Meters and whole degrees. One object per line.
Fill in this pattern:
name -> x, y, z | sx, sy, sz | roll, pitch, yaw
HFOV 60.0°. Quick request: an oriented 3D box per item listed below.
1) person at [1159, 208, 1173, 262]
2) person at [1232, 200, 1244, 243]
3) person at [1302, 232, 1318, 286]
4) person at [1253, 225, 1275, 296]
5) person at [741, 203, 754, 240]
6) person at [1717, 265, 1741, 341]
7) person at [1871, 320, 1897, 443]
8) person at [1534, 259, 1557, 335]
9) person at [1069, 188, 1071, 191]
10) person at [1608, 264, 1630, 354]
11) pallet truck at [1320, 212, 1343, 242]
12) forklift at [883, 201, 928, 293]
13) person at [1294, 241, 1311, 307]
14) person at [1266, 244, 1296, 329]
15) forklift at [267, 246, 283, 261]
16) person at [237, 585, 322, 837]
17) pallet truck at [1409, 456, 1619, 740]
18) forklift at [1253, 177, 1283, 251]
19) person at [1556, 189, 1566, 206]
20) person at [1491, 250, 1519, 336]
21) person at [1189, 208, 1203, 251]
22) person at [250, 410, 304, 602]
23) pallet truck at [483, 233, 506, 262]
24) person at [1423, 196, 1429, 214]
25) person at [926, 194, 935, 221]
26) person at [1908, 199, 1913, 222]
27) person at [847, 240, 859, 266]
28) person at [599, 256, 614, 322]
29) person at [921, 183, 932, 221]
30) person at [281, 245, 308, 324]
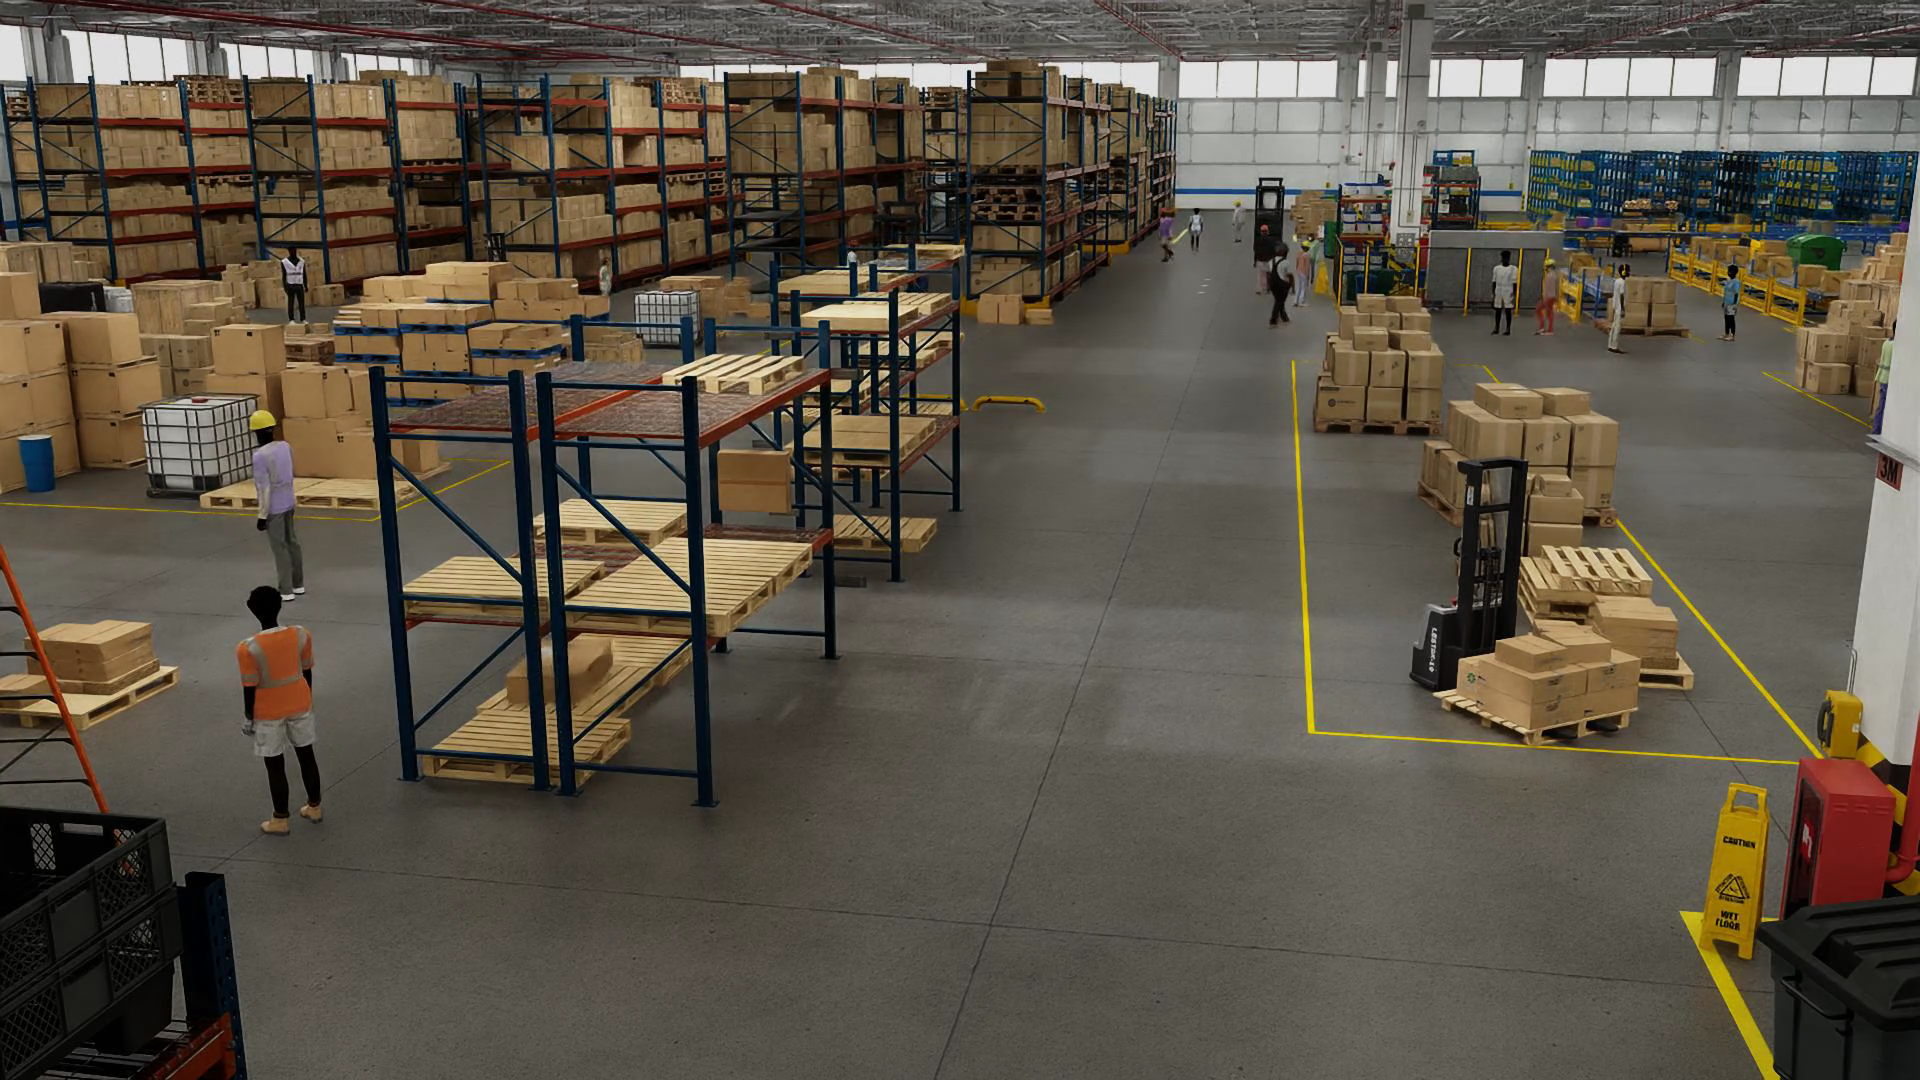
person -> 7.410, -10.953, 59.673 | 0.602, 1.908, 0.616 | -10, 17, -34
person -> 11.671, -13.354, 69.679 | 0.670, 1.796, 0.515 | -13, 19, -43
person -> 10.635, -8.542, 50.512 | 0.495, 1.615, 0.629 | 5, 15, 20
person -> 8.647, -7.949, 47.319 | 0.611, 1.985, 0.393 | -3, 14, -10
person -> -9.078, -13.766, 71.063 | 0.661, 1.919, 0.627 | 2, 14, 8
person -> 17.214, -5.293, 37.149 | 0.320, 1.693, 0.537 | 0, 14, 0
person -> 13.726, -2.299, 24.517 | 0.392, 1.919, 0.591 | 2, 14, 7
person -> 13.458, -5.563, 38.134 | 0.507, 1.745, 0.528 | 13, 19, 43
person -> 5.747, -18.684, 91.281 | 0.642, 1.803, 0.812 | -5, 15, -20
person -> 13.929, -4.876, 35.078 | 0.329, 1.873, 0.512 | 1, 14, 6
pallet truck -> 15.874, -13.227, 70.310 | 0.680, 1.201, 1.601 | 10, 17, 35
forklift -> -1.499, -7.402, 43.254 | 1.129, 2.768, 1.873 | 3, 14, 10
person -> 9.122, -7.079, 44.268 | 0.417, 1.754, 0.530 | -6, 15, -23
person -> 7.681, -6.050, 39.494 | 1.004, 2.000, 0.704 | -9, 17, -33
forklift -> -20.125, -9.270, 50.841 | 1.873, 2.768, 1.129 | 3, 14, 10
person -> -4.520, 1.130, 11.056 | 0.321, 1.695, 0.529 | 10, 17, 36
pallet truck -> 4.504, 0.400, 13.395 | 0.823, 1.965, 1.885 | -6, 15, -23
forklift -> 12.083, -12.747, 64.956 | 1.129, 2.768, 1.873 | 3, 14, 10
person -> 31.756, -17.921, 88.142 | 0.720, 1.825, 0.566 | -7, 15, -26
person -> 12.442, -5.640, 38.014 | 0.599, 1.958, 0.379 | 13, 19, 42
person -> 9.220, -12.143, 65.031 | 0.551, 1.639, 0.906 | 1, 14, 3
person -> -6.816, -0.336, 16.535 | 0.383, 1.924, 0.589 | 2, 14, 8
pallet truck -> -11.832, -7.026, 43.548 | 1.885, 1.965, 0.823 | 8, 16, 28
person -> 21.987, -15.694, 78.908 | 0.614, 1.923, 0.758 | -12, 18, -40
person -> -1.506, -17.203, 85.430 | 0.723, 1.733, 0.531 | -11, 18, -39
person -> 40.429, -13.609, 70.678 | 0.905, 1.793, 0.614 | 5, 15, 20
person -> -2.724, -6.706, 42.483 | 0.349, 1.882, 0.577 | -1, 14, -5
person -> -8.592, -6.068, 40.411 | 0.321, 1.634, 0.528 | -4, 14, -16
person -> -1.740, -17.461, 86.040 | 0.616, 1.947, 0.935 | 1, 14, 4
person -> -16.104, -6.173, 40.272 | 0.592, 1.910, 0.385 | -12, 18, -41
